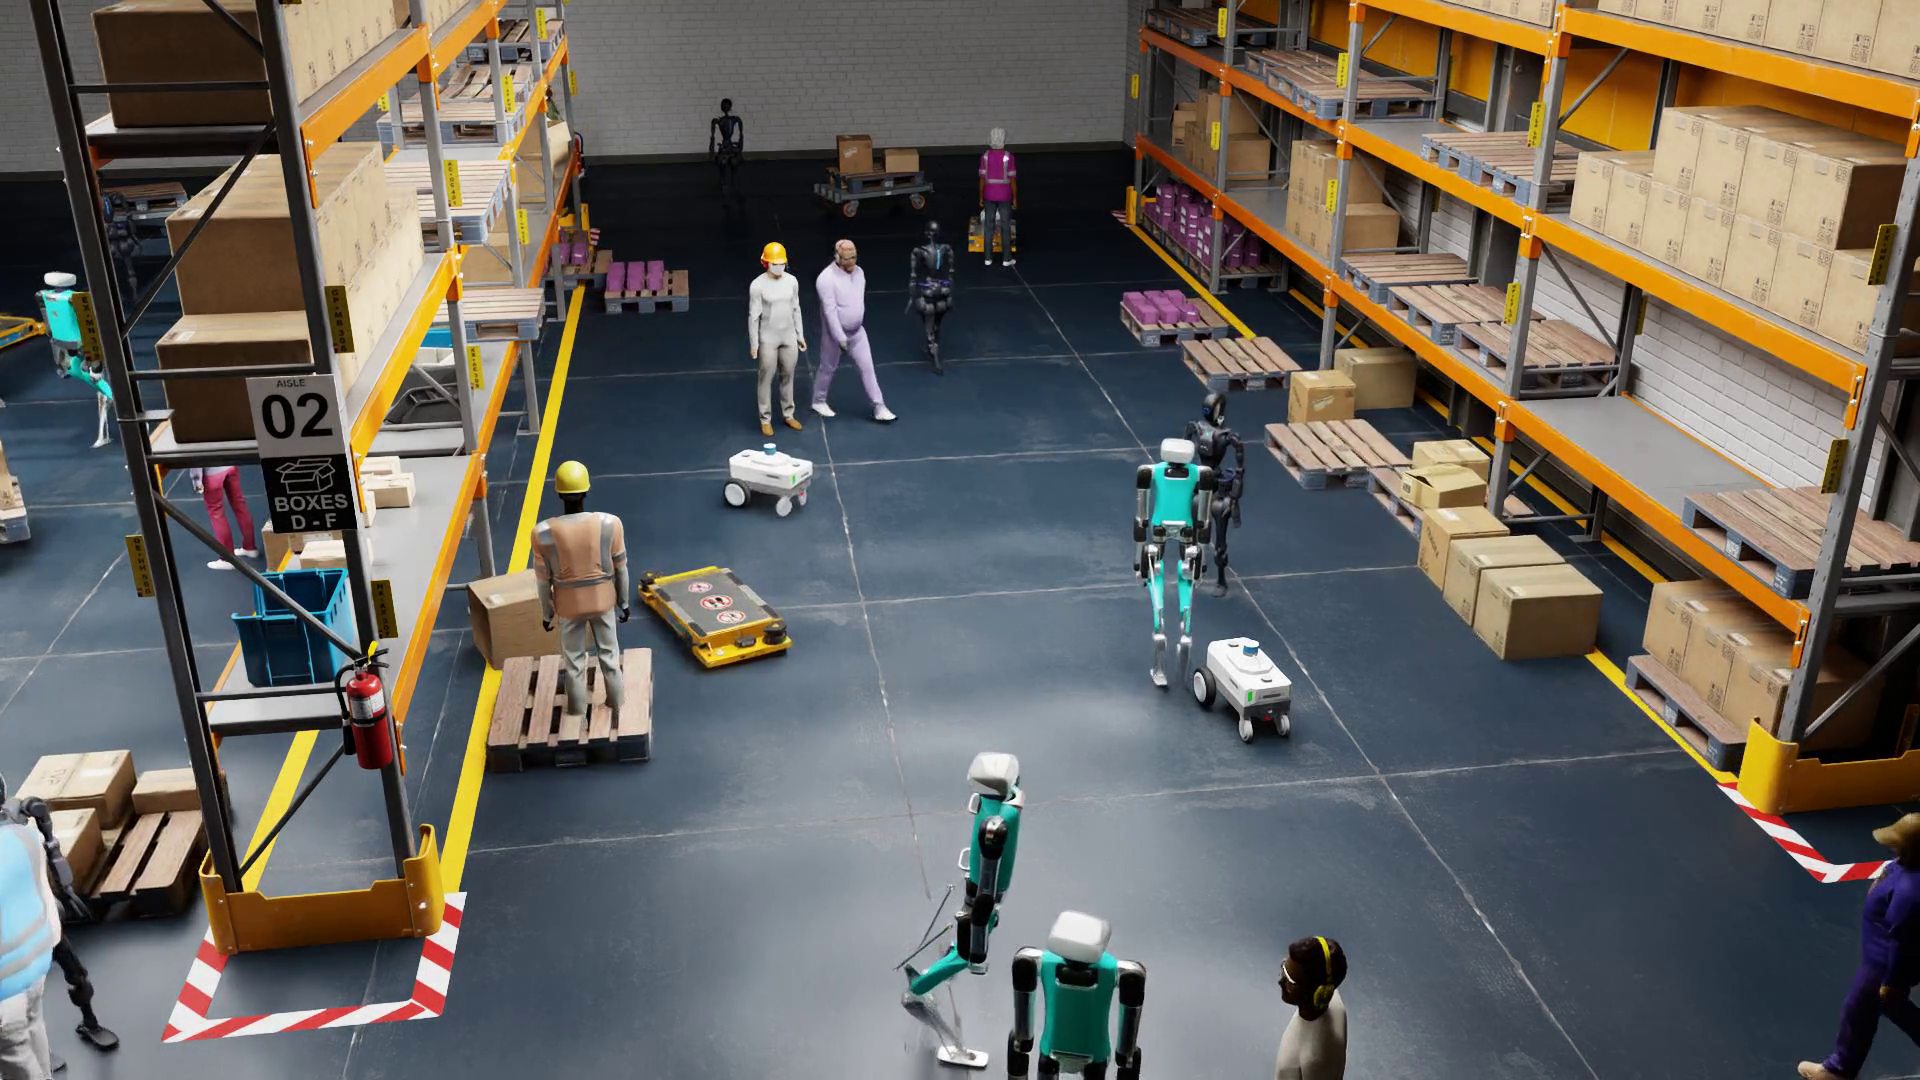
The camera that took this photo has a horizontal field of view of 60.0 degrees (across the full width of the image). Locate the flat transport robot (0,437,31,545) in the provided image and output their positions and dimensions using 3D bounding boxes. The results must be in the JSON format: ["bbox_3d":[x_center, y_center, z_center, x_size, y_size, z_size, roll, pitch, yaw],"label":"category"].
[{"bbox_3d":[-8.270,0.042,13.581,0.659,0.231,1.431,-14,27,-28],"label":"flat transport robot"}]

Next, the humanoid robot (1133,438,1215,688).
[{"bbox_3d":[1.447,0.250,11.316,0.535,1.801,0.726,1,24,2],"label":"humanoid robot"}]

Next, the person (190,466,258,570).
[{"bbox_3d":[-5.925,-0.547,13.239,0.280,1.628,0.501,8,25,17],"label":"person"}]

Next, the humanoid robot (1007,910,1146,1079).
[{"bbox_3d":[0.400,2.397,6.465,0.530,1.768,0.996,4,24,10],"label":"humanoid robot"}]

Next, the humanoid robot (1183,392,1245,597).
[{"bbox_3d":[1.934,-0.366,12.770,0.589,1.648,0.362,17,29,33],"label":"humanoid robot"}]

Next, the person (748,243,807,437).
[{"bbox_3d":[-1.767,-1.949,16.099,0.581,1.893,0.374,-14,27,-29],"label":"person"}]

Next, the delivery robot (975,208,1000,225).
[{"bbox_3d":[0.523,-4.650,23.881,0.499,0.566,0.739,5,24,12],"label":"delivery robot"}]

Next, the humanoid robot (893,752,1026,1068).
[{"bbox_3d":[-0.081,1.828,7.815,0.760,1.896,0.541,4,24,8],"label":"humanoid robot"}]

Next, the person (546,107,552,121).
[{"bbox_3d":[-6.198,-5.695,24.814,0.341,1.743,0.563,2,24,5],"label":"person"}]

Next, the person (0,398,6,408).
[{"bbox_3d":[-10.045,-2.228,16.682,0.487,1.942,0.436,-14,27,-29],"label":"person"}]

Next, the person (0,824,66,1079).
[{"bbox_3d":[-4.272,1.921,7.358,0.474,1.828,0.660,5,24,10],"label":"person"}]

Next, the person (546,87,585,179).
[{"bbox_3d":[-6.603,-6.671,27.235,0.791,1.584,0.535,-6,24,-14],"label":"person"}]

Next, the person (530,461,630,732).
[{"bbox_3d":[-2.416,0.405,10.693,0.586,1.927,0.361,-8,25,-17],"label":"person"}]

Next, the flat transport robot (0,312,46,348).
[{"bbox_3d":[-11.099,-2.284,18.882,0.659,0.231,1.431,5,24,11],"label":"flat transport robot"}]

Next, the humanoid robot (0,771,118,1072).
[{"bbox_3d":[-4.429,1.783,7.851,0.369,1.651,0.609,11,26,23],"label":"humanoid robot"}]

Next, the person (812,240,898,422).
[{"bbox_3d":[-1.108,-2.050,16.401,0.996,1.838,0.620,21,31,40],"label":"person"}]

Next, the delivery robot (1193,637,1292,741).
[{"bbox_3d":[1.924,0.956,11.160,0.499,0.607,0.808,-7,25,-15],"label":"delivery robot"}]

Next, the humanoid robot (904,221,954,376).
[{"bbox_3d":[-0.347,-2.649,18.001,0.589,1.630,0.735,-14,27,-29],"label":"humanoid robot"}]

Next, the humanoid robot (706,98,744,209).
[{"bbox_3d":[-3.545,-5.872,25.310,0.600,1.649,0.430,-15,28,-30],"label":"humanoid robot"}]

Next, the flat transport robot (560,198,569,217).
[{"bbox_3d":[-6.654,-4.970,25.000,1.431,0.231,0.659,-1,24,-2],"label":"flat transport robot"}]

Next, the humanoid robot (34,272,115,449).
[{"bbox_3d":[-8.191,-1.683,15.815,0.545,1.888,0.780,8,25,18],"label":"humanoid robot"}]

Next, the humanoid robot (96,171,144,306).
[{"bbox_3d":[-10.311,-3.666,20.279,0.610,1.640,0.420,-20,31,-38],"label":"humanoid robot"}]

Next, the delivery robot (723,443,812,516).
[{"bbox_3d":[-1.689,-0.546,14.590,0.785,0.614,0.513,11,26,24],"label":"delivery robot"}]

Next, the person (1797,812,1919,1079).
[{"bbox_3d":[4.366,1.947,7.595,0.647,1.591,0.450,18,29,34],"label":"person"}]

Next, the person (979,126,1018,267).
[{"bbox_3d":[0.507,-4.556,22.092,0.523,1.846,0.317,6,24,13],"label":"person"}]

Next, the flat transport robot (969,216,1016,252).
[{"bbox_3d":[0.465,-4.319,23.519,0.659,0.231,1.431,1,24,2],"label":"flat transport robot"}]

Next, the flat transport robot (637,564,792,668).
[{"bbox_3d":[-1.860,0.534,12.462,0.659,0.231,1.431,-13,27,-28],"label":"flat transport robot"}]

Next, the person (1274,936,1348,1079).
[{"bbox_3d":[1.290,2.306,6.426,0.320,1.876,0.527,5,24,12],"label":"person"}]
